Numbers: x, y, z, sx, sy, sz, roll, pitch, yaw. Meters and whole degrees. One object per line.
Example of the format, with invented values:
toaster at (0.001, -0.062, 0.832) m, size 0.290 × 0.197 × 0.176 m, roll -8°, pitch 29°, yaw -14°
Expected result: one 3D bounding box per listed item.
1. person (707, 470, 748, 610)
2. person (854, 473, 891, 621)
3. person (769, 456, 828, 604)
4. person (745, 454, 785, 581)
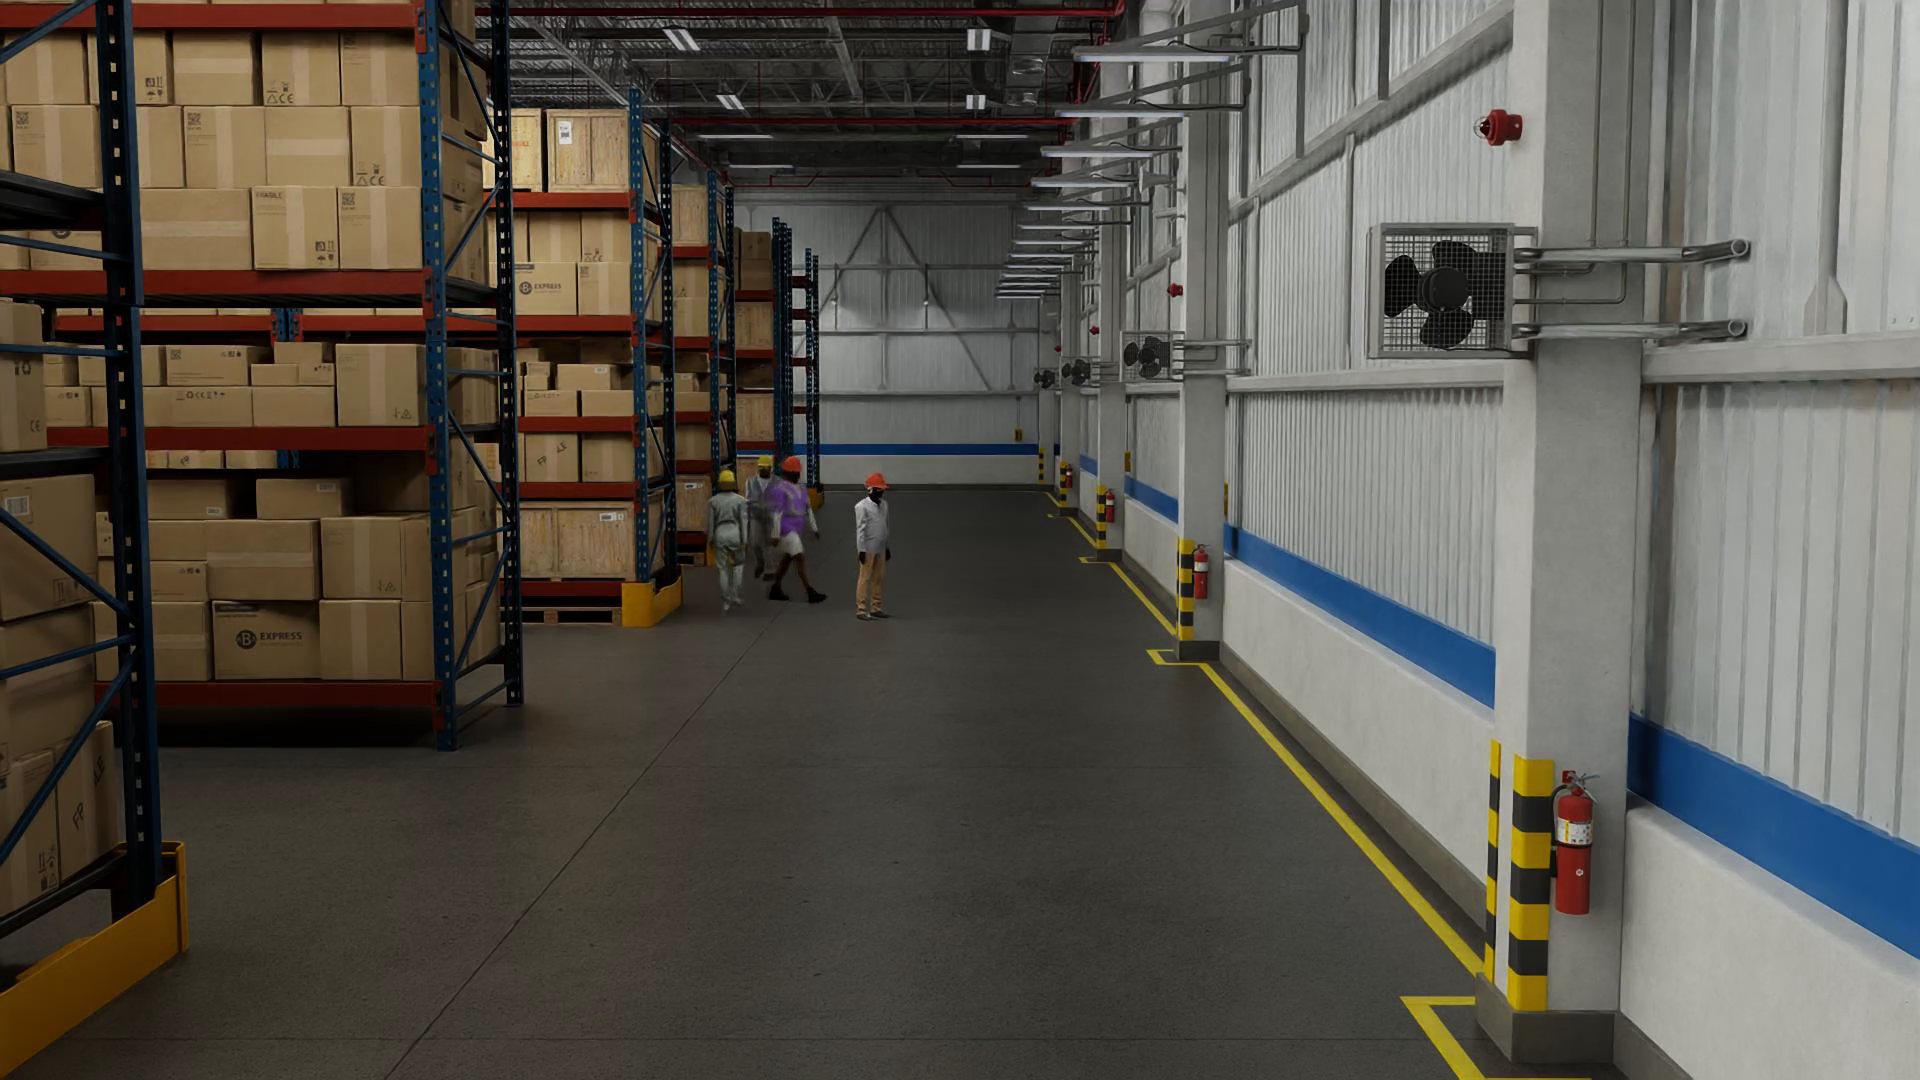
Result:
person at (-2.873, -0.014, 20.685) m, size 0.513 × 1.716 × 0.685 m, roll 0°, pitch 5°, yaw 0°
person at (-0.995, 0.081, 19.533) m, size 0.363 × 1.742 × 0.575 m, roll 3°, pitch 6°, yaw 35°
person at (-2.101, -0.126, 21.178) m, size 0.979 × 1.880 × 0.551 m, roll 3°, pitch 6°, yaw 28°
person at (-2.786, -0.322, 23.743) m, size 0.617 × 1.821 × 0.426 m, roll 0°, pitch 5°, yaw 2°
